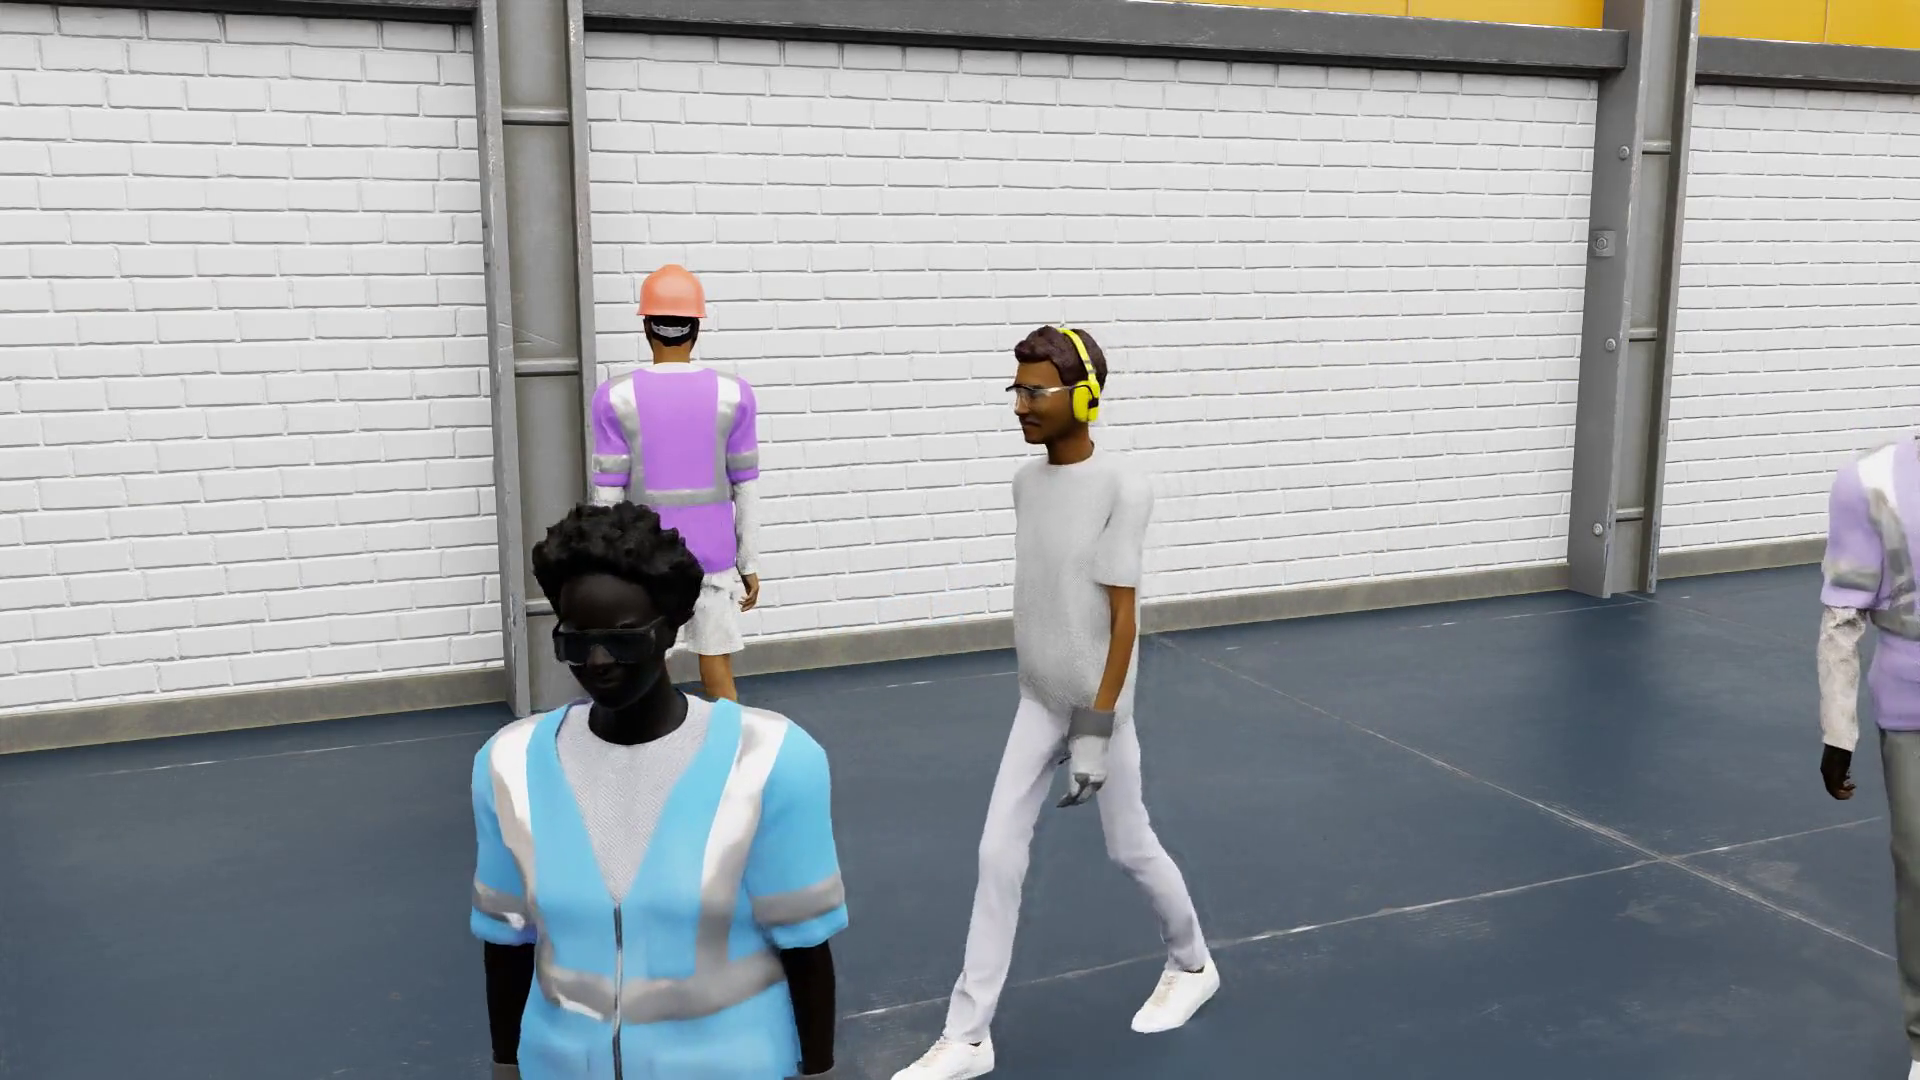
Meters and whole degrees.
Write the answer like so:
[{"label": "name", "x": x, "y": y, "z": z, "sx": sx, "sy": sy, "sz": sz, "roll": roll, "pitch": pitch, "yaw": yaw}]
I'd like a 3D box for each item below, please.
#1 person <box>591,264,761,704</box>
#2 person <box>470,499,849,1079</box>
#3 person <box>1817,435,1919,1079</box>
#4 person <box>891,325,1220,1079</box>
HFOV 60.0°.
[{"label": "person", "x": -0.946, "y": 0.057, "z": 5.572, "sx": 0.553, "sy": 1.935, "sz": 0.362, "roll": -3, "pitch": 11, "yaw": -17}, {"label": "person", "x": -0.414, "y": 0.763, "z": 2.370, "sx": 0.557, "sy": 1.682, "sz": 0.459, "roll": 2, "pitch": 10, "yaw": 10}, {"label": "person", "x": 2.275, "y": 0.402, "z": 3.761, "sx": 0.633, "sy": 1.898, "sz": 0.449, "roll": 5, "pitch": 12, "yaw": 27}, {"label": "person", "x": 0.289, "y": 0.394, "z": 4.039, "sx": 0.967, "sy": 1.832, "sz": 0.514, "roll": -9, "pitch": 14, "yaw": -40}]
